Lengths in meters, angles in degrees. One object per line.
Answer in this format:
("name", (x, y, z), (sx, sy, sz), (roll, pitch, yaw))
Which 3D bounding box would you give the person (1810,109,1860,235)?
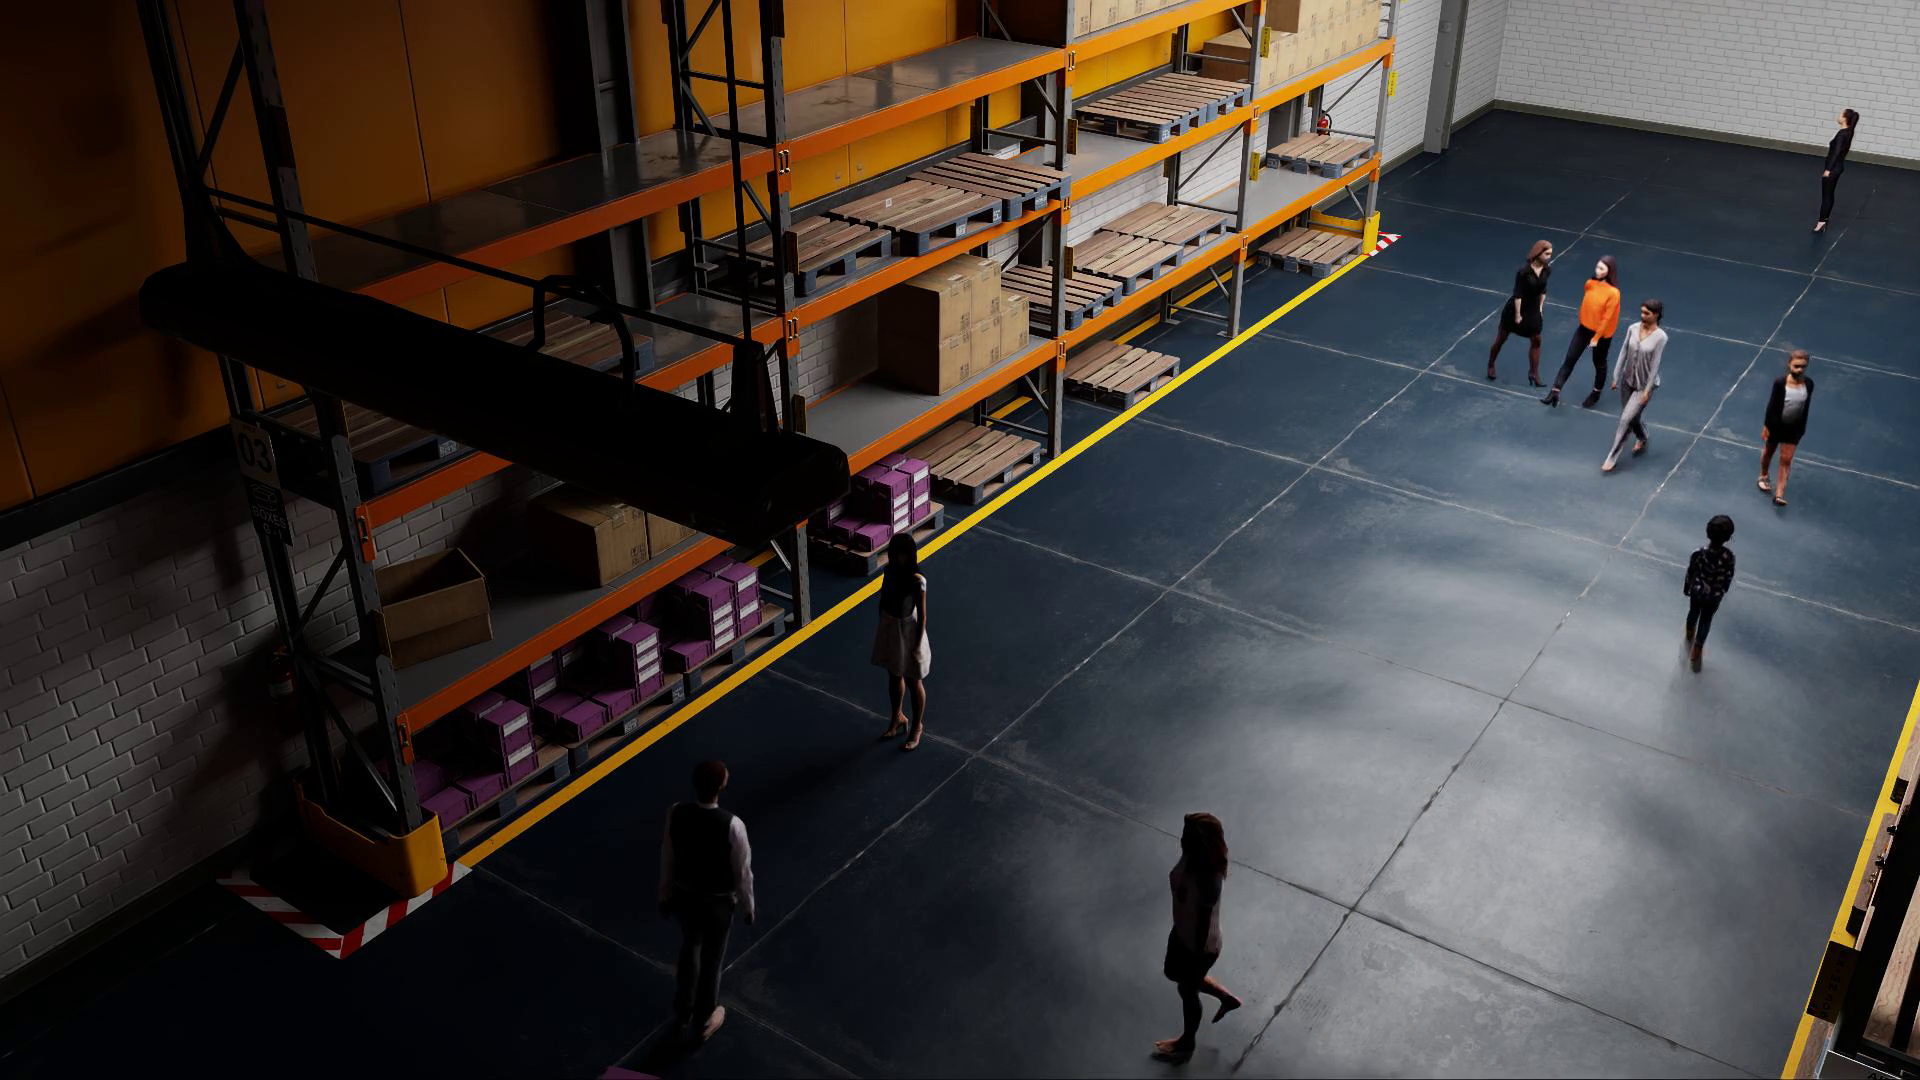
("person", (12.068, -5.106, 22.970), (0.647, 1.712, 0.446), (22, 35, 34))

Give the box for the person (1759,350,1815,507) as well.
("person", (7.856, -1.127, 15.882), (0.776, 1.514, 1.098), (7, 29, 13))

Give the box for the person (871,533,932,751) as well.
("person", (-0.421, 0.737, 12.194), (0.677, 1.775, 0.669), (24, 37, 37))

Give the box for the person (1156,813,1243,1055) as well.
("person", (1.427, 2.248, 9.478), (0.879, 1.722, 0.824), (-4, 29, -7))

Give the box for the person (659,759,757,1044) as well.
("person", (-1.502, 2.109, 9.533), (0.800, 1.913, 0.792), (6, 29, 11))

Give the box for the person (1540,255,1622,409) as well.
("person", (6.795, -2.193, 17.626), (1.135, 1.716, 0.898), (-15, 32, -25))

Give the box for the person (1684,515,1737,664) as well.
("person", (6.015, 0.407, 13.371), (0.543, 1.225, 0.884), (14, 32, 24))

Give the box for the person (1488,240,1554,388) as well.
("person", (6.124, -2.510, 18.263), (0.954, 1.661, 0.965), (-5, 29, -9))

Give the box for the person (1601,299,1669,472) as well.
("person", (6.761, -1.565, 16.454), (1.147, 1.736, 0.817), (-19, 34, -31))
